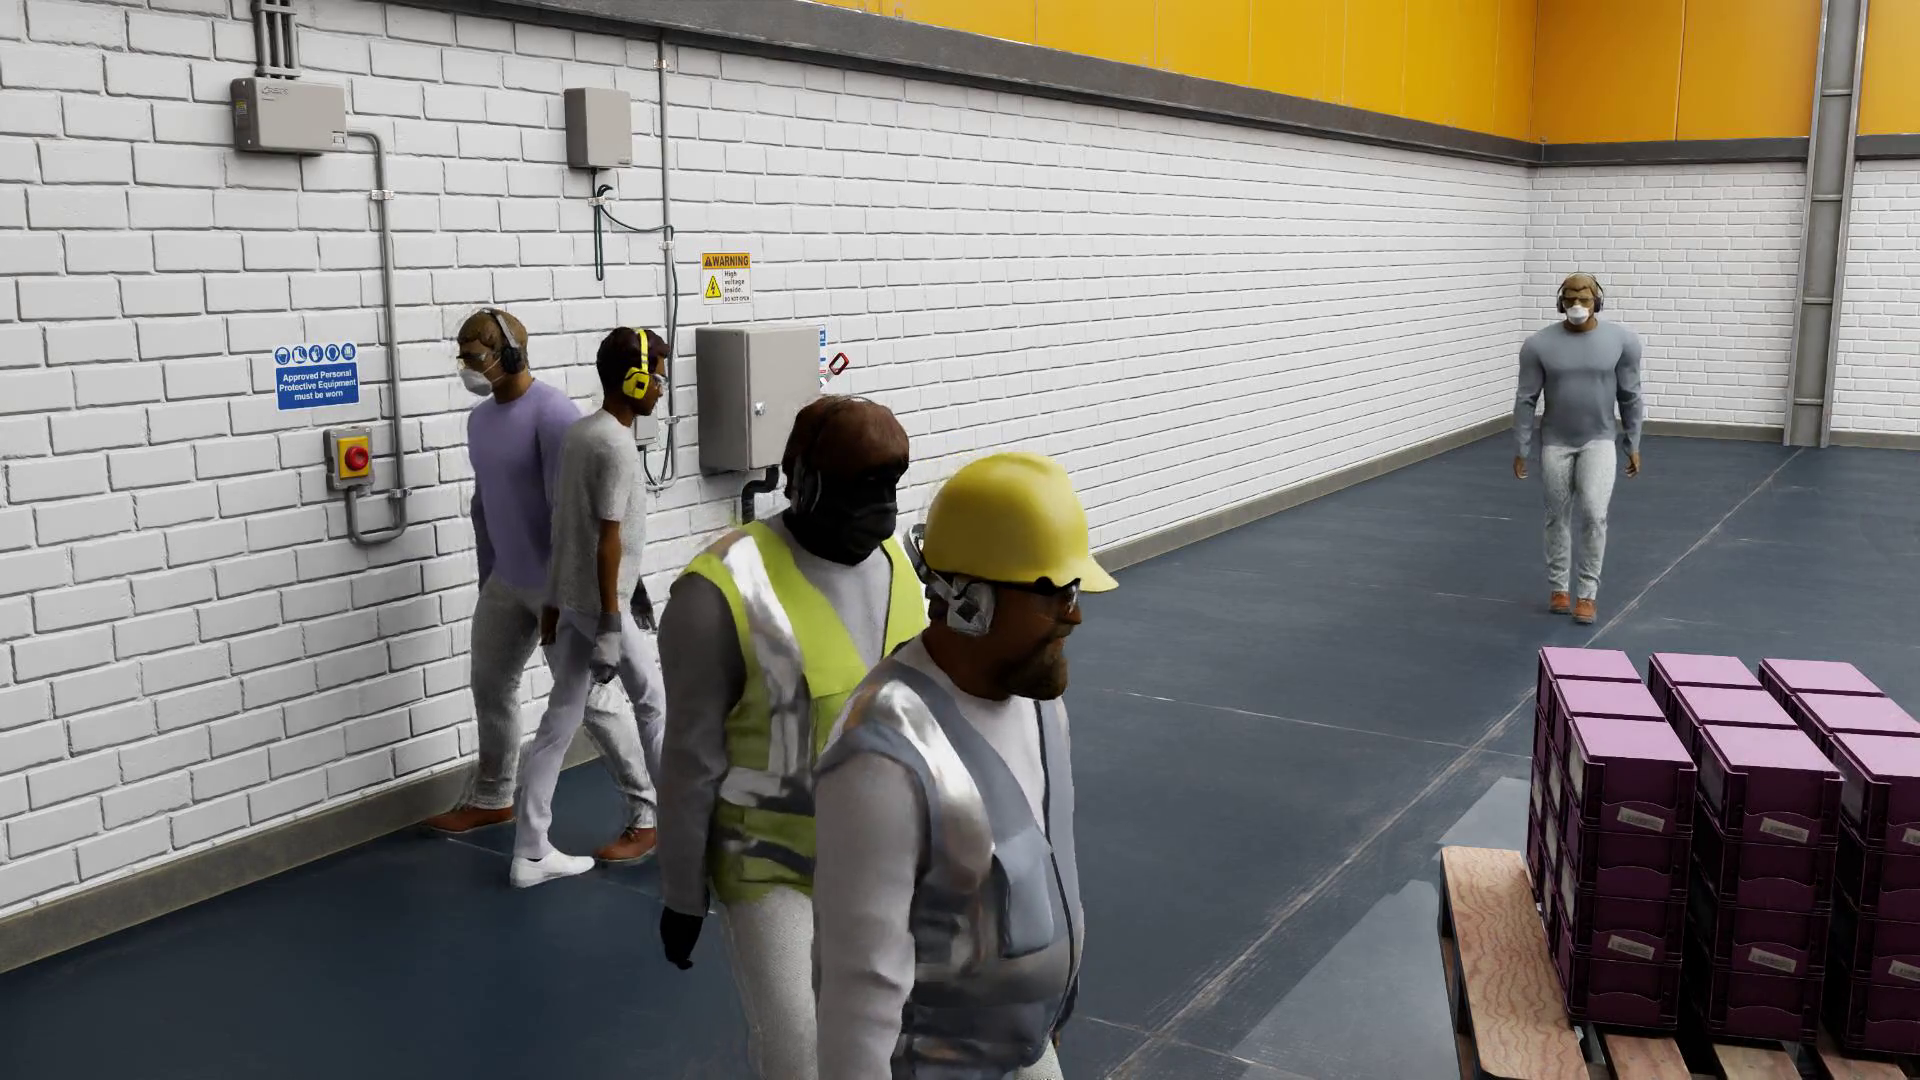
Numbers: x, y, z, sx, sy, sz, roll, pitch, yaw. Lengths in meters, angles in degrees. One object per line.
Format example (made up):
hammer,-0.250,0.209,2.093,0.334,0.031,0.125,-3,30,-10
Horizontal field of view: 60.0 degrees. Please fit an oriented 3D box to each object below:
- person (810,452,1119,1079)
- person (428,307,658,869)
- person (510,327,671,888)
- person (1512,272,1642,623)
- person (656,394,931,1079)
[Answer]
person,0.000,0.764,2.517,0.496,1.809,0.610,5,11,26
person,-1.458,0.151,5.679,0.741,1.902,0.530,9,14,42
person,-1.104,0.222,5.455,0.882,1.819,0.573,-7,12,-32
person,3.385,-0.500,9.158,0.676,1.921,0.724,4,11,22
person,-0.200,0.639,3.124,0.633,1.818,0.641,-10,14,-43
